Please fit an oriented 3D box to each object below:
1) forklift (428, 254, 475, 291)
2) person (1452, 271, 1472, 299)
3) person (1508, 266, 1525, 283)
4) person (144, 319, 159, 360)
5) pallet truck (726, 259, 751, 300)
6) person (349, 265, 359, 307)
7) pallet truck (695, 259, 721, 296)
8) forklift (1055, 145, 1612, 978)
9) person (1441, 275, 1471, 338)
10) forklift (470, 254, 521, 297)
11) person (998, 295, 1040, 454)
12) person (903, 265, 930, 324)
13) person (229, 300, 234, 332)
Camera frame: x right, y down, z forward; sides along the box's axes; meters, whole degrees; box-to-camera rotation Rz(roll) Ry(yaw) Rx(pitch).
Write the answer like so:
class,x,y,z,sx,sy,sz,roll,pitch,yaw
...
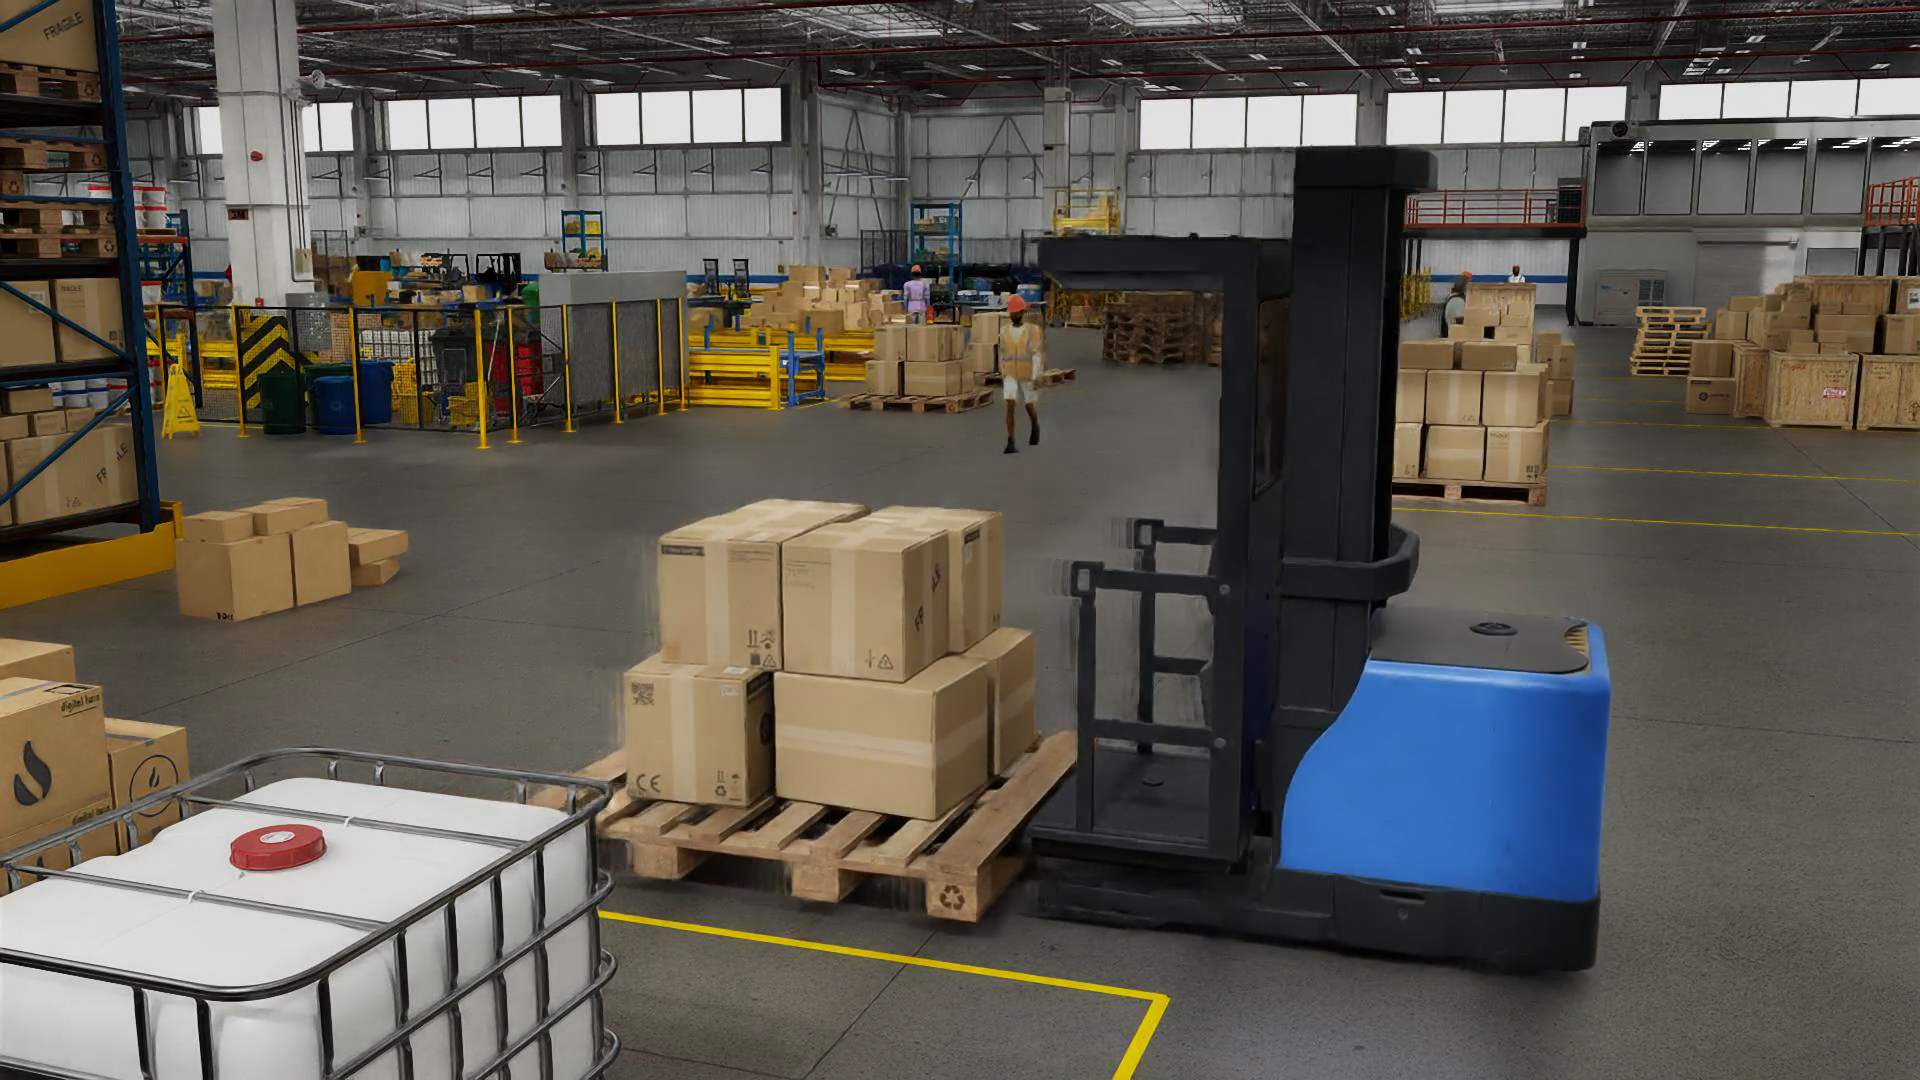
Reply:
class,x,y,z,sx,sy,sz,roll,pitch,yaw
forklift,-20.133,-10.254,65.465,1.157,1.987,2.680,3,11,19
person,9.747,-4.196,32.196,0.613,1.994,0.382,-2,10,-10
person,16.630,-7.270,49.821,0.338,1.882,0.582,-7,12,-35
person,-16.166,-4.249,33.372,0.372,1.680,0.539,4,11,22
pallet truck,-7.986,-9.493,62.019,0.823,1.965,1.885,3,11,17
person,-21.625,-8.930,59.391,0.843,1.807,0.586,-9,13,-40
pallet truck,-9.165,-9.627,62.776,0.823,1.965,1.885,4,11,23
forklift,1.418,-0.007,6.113,1.873,2.768,1.129,3,11,19
person,8.294,-3.416,27.674,0.581,2.000,0.700,1,10,5
forklift,-17.990,-10.121,64.684,1.157,1.987,2.680,3,11,17
person,0.737,-2.021,20.193,0.544,1.909,0.826,3,11,18
person,-0.989,-5.268,38.084,0.607,2.048,0.365,-1,10,-4
person,-13.472,-3.941,31.279,0.700,1.809,0.602,4,11,21
